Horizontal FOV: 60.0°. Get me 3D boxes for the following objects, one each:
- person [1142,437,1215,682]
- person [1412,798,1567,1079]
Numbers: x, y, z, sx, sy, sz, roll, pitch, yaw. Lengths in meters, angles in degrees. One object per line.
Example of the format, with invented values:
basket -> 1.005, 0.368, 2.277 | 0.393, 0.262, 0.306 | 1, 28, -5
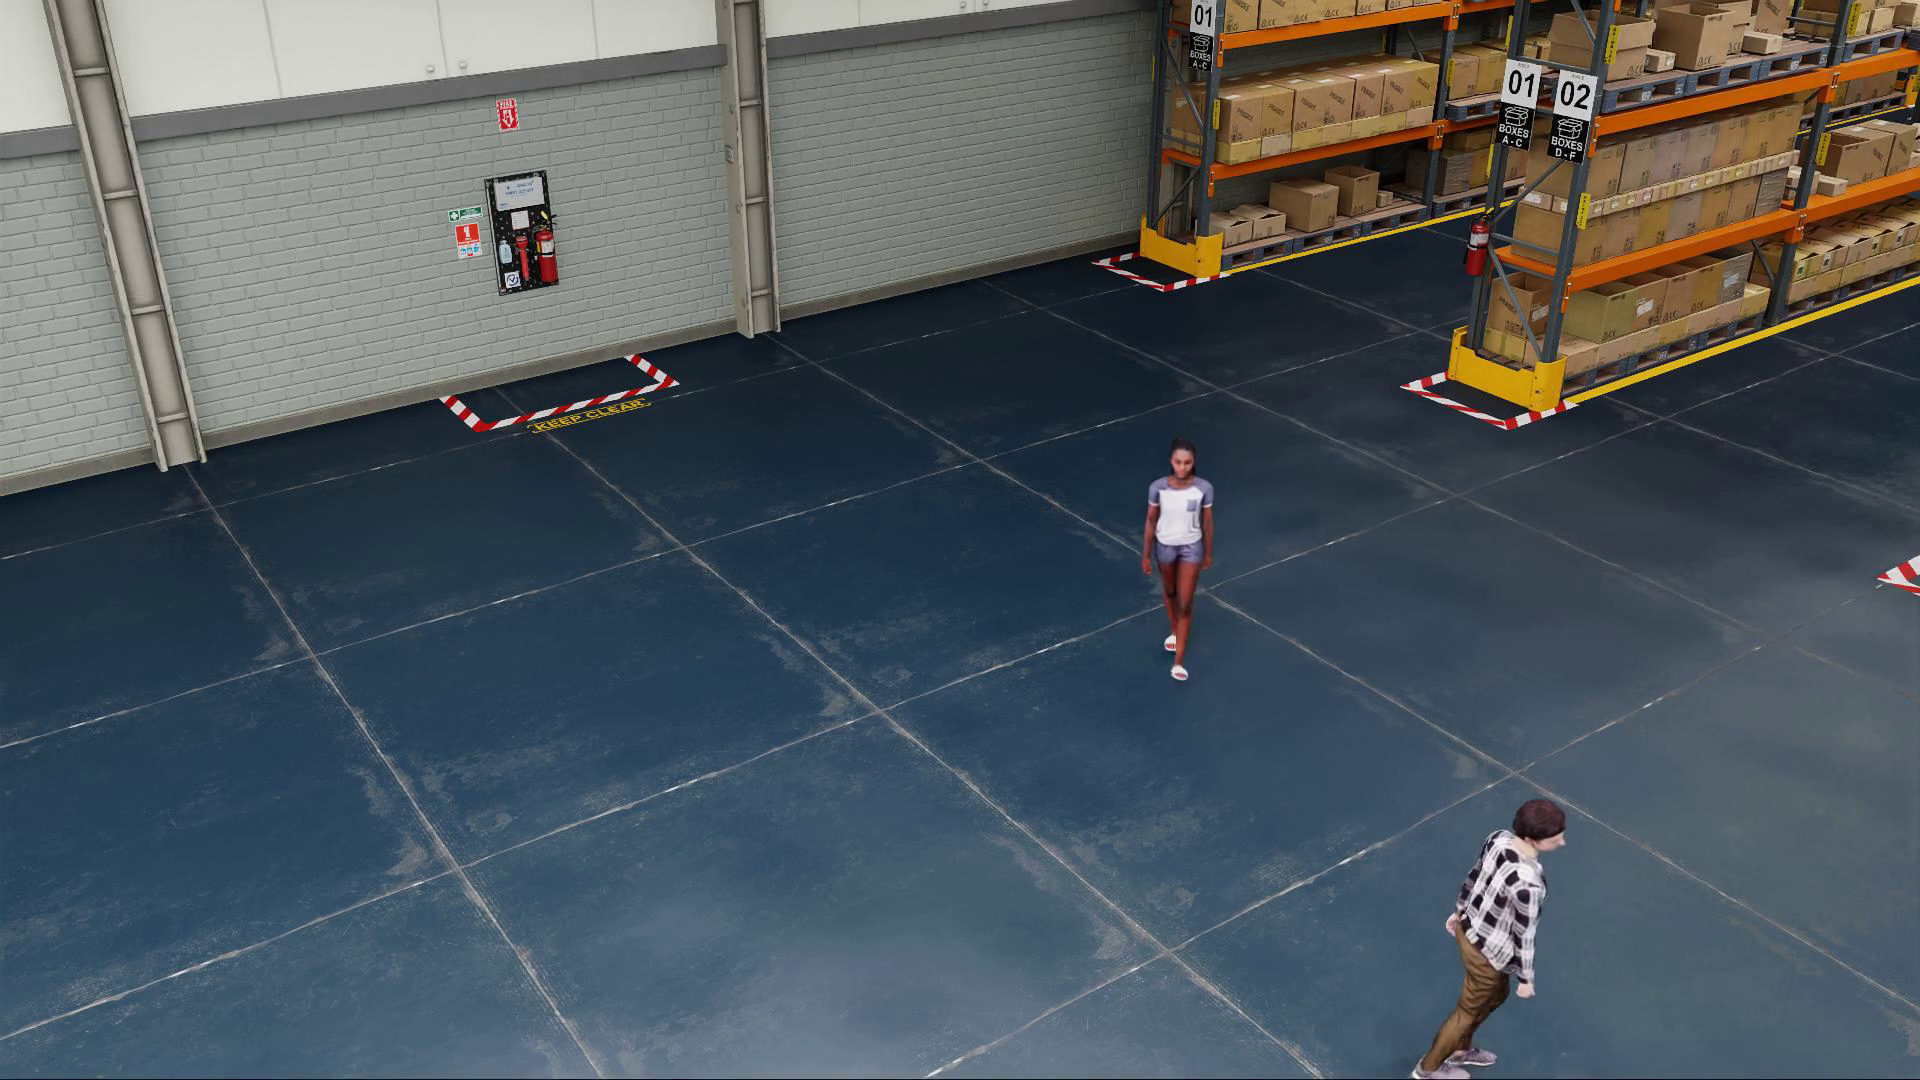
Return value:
person -> 1.562, 0.053, 11.837 | 1.030, 1.698, 1.117 | 6, 28, 12
person -> 2.493, 1.966, 8.050 | 0.870, 1.764, 0.812 | -4, 28, -9
